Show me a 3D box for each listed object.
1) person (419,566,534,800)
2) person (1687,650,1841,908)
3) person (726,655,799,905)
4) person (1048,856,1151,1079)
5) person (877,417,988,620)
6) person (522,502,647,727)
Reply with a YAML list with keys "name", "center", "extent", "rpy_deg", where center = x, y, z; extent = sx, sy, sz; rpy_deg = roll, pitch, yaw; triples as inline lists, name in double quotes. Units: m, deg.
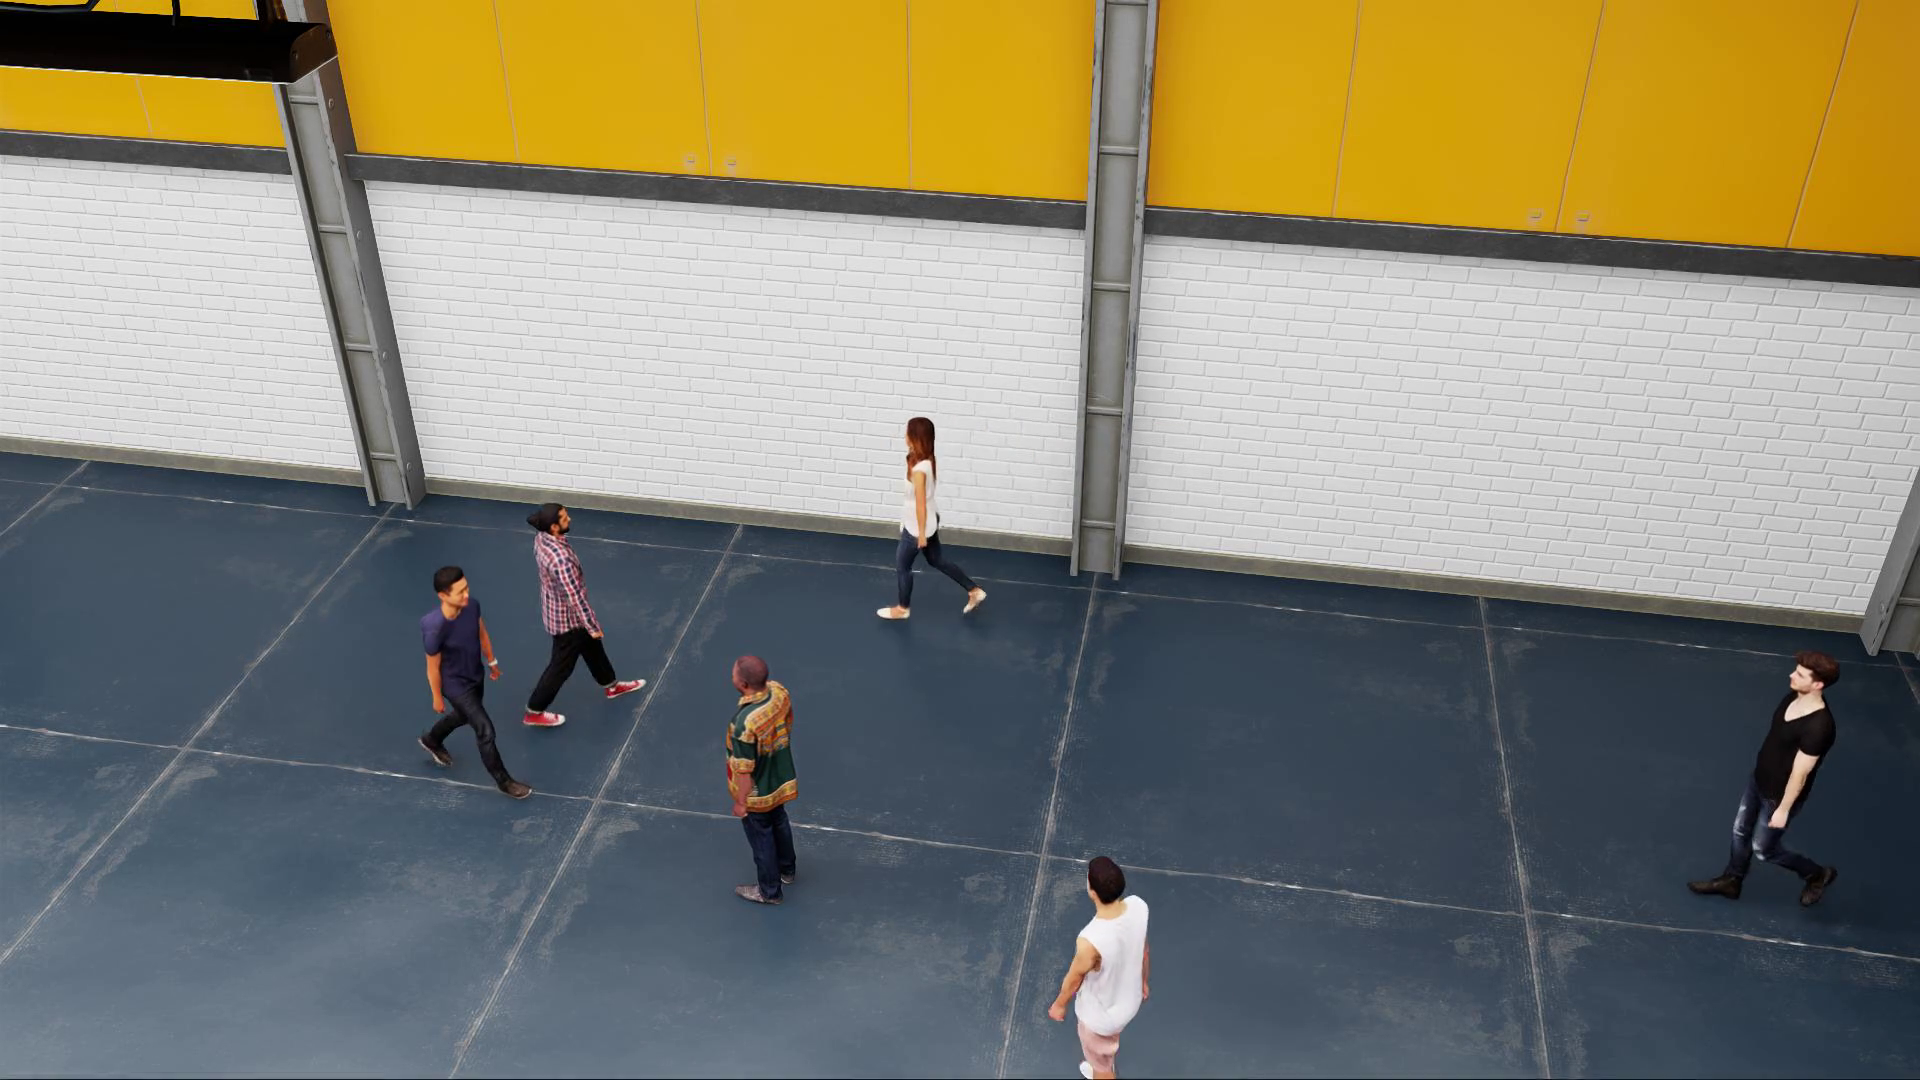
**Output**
- name: "person"
  center: [-3.289, 0.893, 10.775]
  extent: [1.194, 1.751, 0.803]
  rpy_deg: [12, 36, 18]
- name: "person"
  center: [4.918, 1.470, 9.790]
  extent: [1.012, 1.881, 0.699]
  rpy_deg: [4, 34, 7]
- name: "person"
  center: [-1.182, 1.424, 9.925]
  extent: [0.741, 1.807, 0.763]
  rpy_deg: [13, 36, 19]
- name: "person"
  center: [0.812, 2.400, 8.490]
  extent: [0.814, 1.771, 0.778]
  rpy_deg: [25, 41, 33]
- name: "person"
  center: [-0.191, -0.129, 12.308]
  extent: [1.050, 1.756, 0.602]
  rpy_deg: [5, 34, 7]
- name: "person"
  center: [-2.747, 0.545, 11.318]
  extent: [1.256, 1.729, 1.098]
  rpy_deg: [-14, 36, -20]
